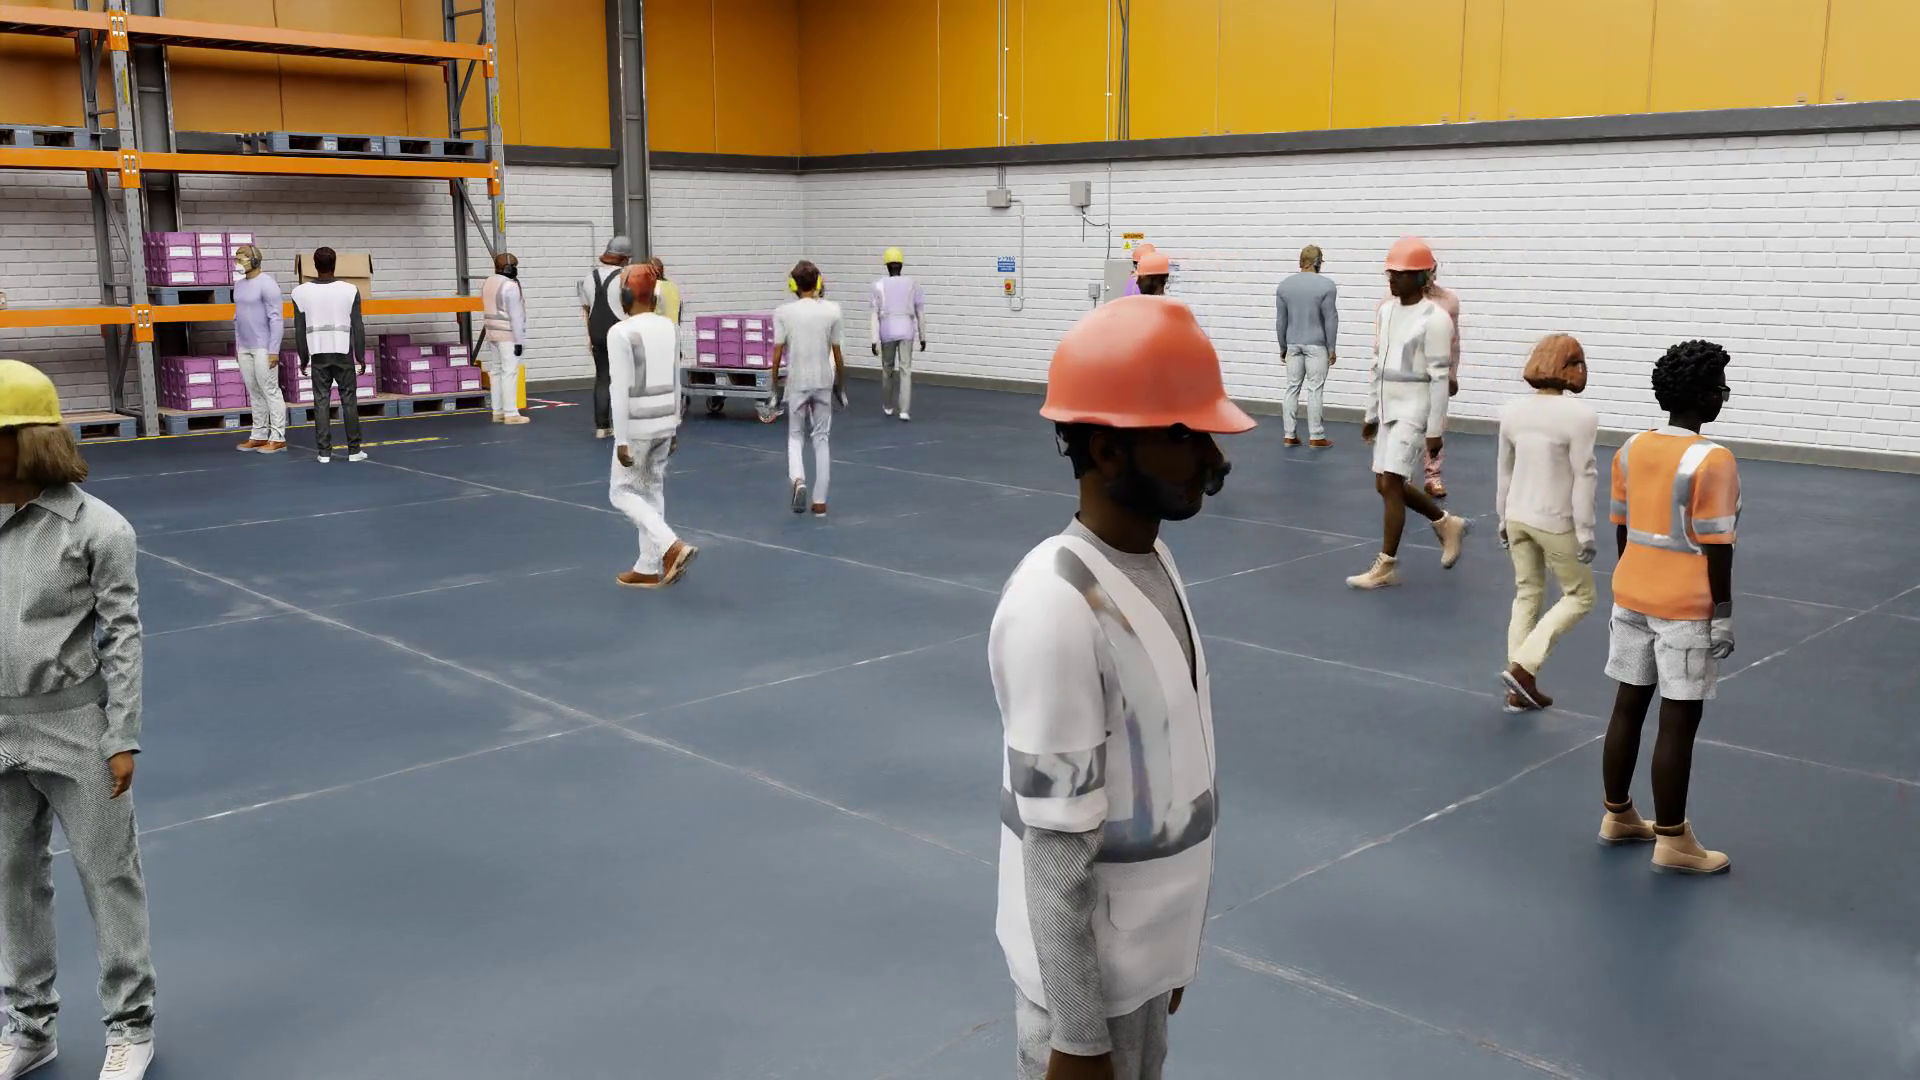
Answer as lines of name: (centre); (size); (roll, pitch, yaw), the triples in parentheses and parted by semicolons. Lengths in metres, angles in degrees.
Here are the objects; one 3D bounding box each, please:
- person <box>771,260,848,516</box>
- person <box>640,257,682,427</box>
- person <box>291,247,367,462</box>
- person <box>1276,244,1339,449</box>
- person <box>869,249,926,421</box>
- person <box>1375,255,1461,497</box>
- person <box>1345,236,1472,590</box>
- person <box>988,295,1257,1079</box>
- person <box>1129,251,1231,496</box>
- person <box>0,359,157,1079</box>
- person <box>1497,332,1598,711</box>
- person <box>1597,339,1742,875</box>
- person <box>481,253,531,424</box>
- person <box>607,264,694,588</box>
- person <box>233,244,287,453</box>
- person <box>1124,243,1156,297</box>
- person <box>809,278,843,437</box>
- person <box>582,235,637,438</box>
person: (-1.077, -1.069, 11.907); (0.555, 1.847, 0.476); (-1, 10, -8)
person: (-3.059, -1.965, 16.899); (0.604, 1.810, 0.623); (4, 11, 19)
person: (-5.617, -1.647, 14.860); (0.591, 1.920, 0.393); (-2, 11, -13)
person: (3.299, -1.829, 15.811); (0.627, 1.934, 0.372); (8, 13, 38)
person: (-0.686, -2.266, 18.363); (0.626, 1.866, 1.005); (-1, 10, -5)
person: (3.562, -1.267, 12.867); (0.681, 1.882, 0.757); (0, 10, 3)
person: (2.619, -0.724, 9.557); (0.808, 2.023, 0.621); (-3, 11, -16)
person: (0.243, 0.609, 2.506); (0.357, 1.938, 0.542); (3, 11, 18)
person: (1.612, -1.203, 12.487); (0.789, 1.914, 0.558); (0, 10, -1)
person: (-2.146, 0.454, 3.878); (0.487, 1.745, 0.290); (0, 10, 1)
person: (2.457, -0.057, 6.985); (0.376, 1.618, 0.525); (-5, 12, -27)
person: (2.281, 0.212, 5.326); (0.319, 1.697, 0.533); (-3, 11, -14)
person: (-4.872, -2.157, 17.881); (0.619, 1.838, 0.429); (10, 14, 44)
person: (-1.740, -0.618, 9.389); (0.566, 1.867, 0.581); (7, 12, 33)
person: (-6.559, -1.780, 15.526); (0.635, 1.938, 0.359); (7, 13, 34)
person: (1.799, -1.956, 16.492); (0.376, 1.939, 0.547); (-2, 11, -10)
person: (-1.449, -1.798, 16.491); (0.540, 1.619, 0.706); (2, 11, 10)
person: (-3.388, -2.020, 16.560); (0.692, 2.000, 0.535); (6, 12, 29)
